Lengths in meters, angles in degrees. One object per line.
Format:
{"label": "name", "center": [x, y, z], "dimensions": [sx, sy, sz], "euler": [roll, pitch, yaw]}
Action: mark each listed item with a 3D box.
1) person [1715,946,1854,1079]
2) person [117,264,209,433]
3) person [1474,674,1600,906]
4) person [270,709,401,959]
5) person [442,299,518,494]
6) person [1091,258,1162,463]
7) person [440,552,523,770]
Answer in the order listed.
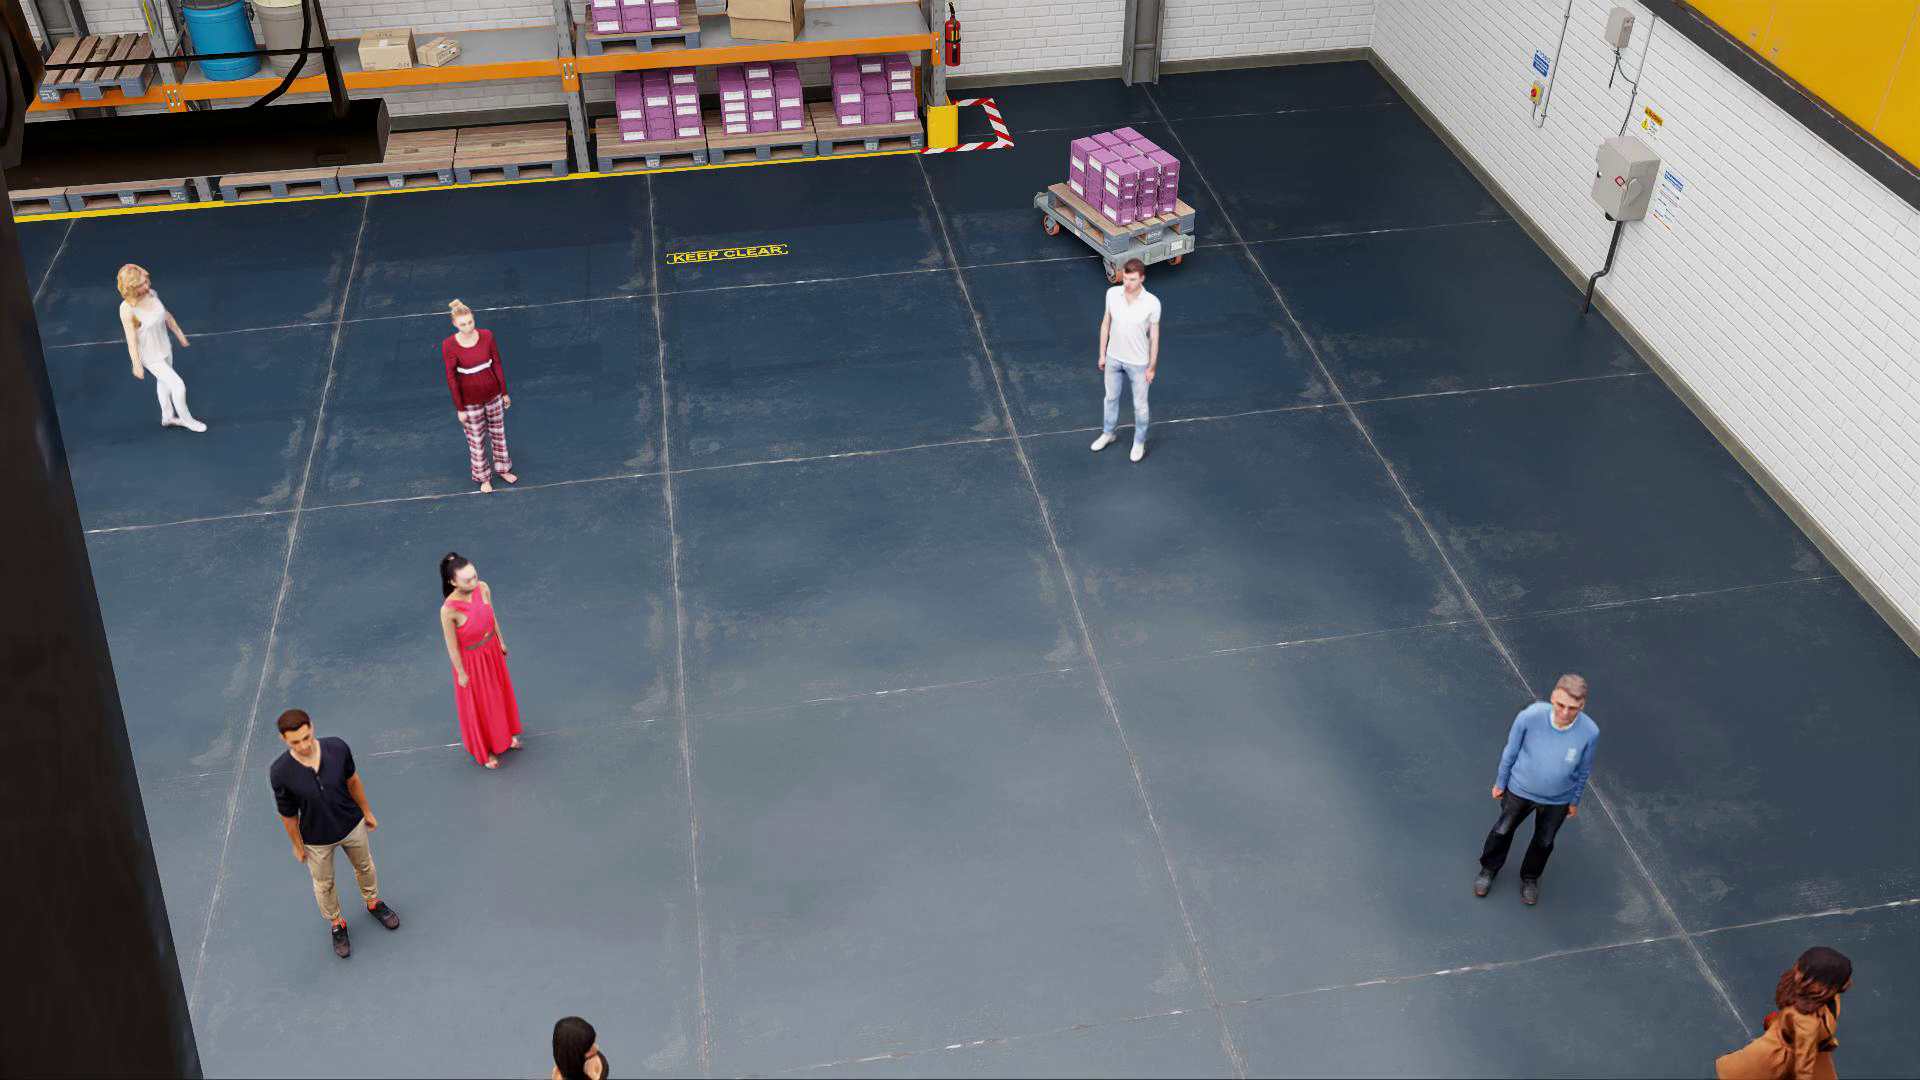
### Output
{"label": "person", "center": [4.145, 2.683, 8.612], "dimensions": [1.232, 1.672, 1.190], "euler": [25, 45, 28]}
{"label": "person", "center": [-6.841, -1.589, 13.982], "dimensions": [0.807, 1.646, 0.830], "euler": [3, 39, 3]}
{"label": "person", "center": [3.495, 1.475, 10.010], "dimensions": [0.670, 1.816, 0.798], "euler": [12, 40, 15]}
{"label": "person", "center": [-3.685, 1.671, 9.731], "dimensions": [0.637, 1.858, 0.768], "euler": [-26, 46, -29]}
{"label": "person", "center": [-3.872, -1.159, 13.403], "dimensions": [0.610, 1.698, 0.741], "euler": [-27, 46, -29]}
{"label": "person", "center": [1.391, -1.507, 13.716], "dimensions": [0.690, 1.850, 0.785], "euler": [18, 42, 21]}
{"label": "person", "center": [-3.171, 0.784, 10.948], "dimensions": [0.761, 1.725, 0.715], "euler": [20, 43, 23]}
